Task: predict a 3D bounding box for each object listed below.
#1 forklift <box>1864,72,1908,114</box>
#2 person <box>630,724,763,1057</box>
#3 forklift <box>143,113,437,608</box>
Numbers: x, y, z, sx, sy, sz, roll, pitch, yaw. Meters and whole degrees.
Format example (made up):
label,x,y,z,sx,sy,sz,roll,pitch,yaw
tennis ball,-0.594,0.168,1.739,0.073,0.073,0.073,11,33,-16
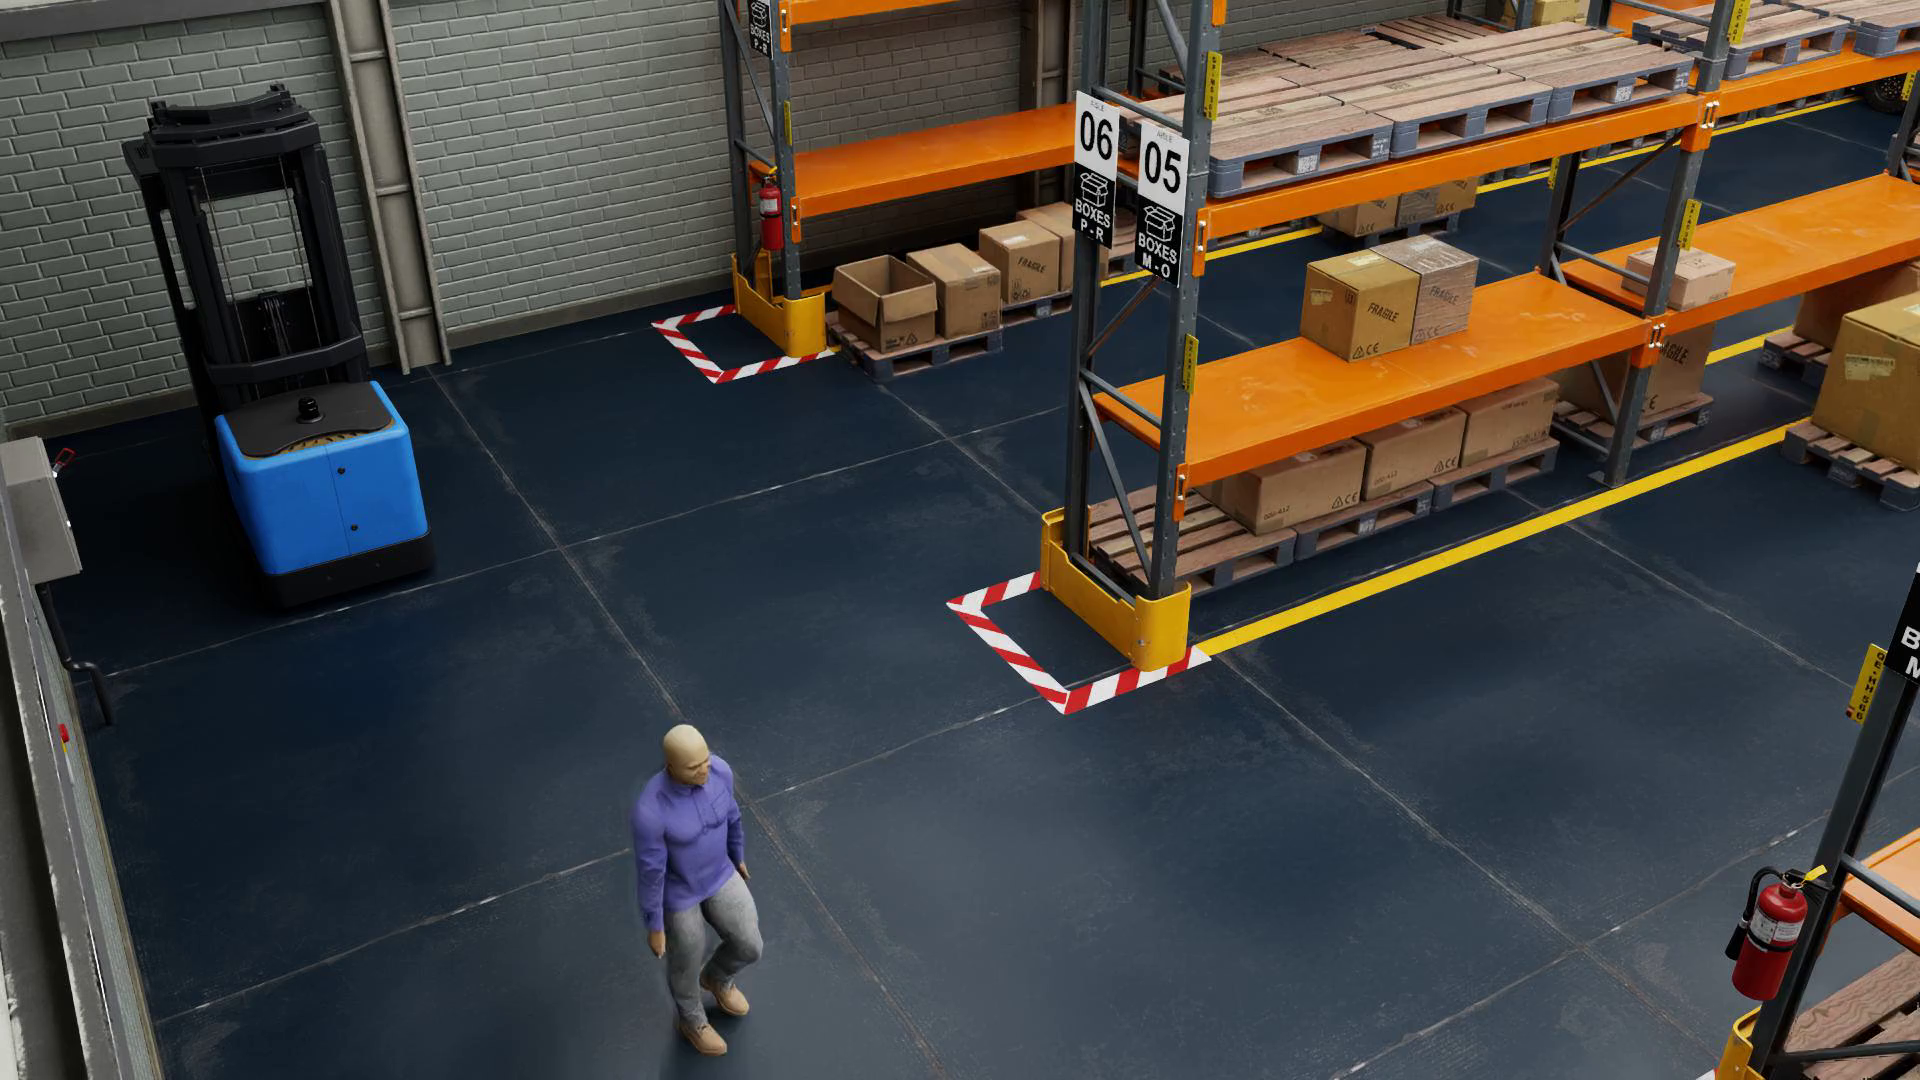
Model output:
label,x,y,z,sx,sy,sz,roll,pitch,yaw
forklift,11.468,-5.645,18.244,1.214,2.155,2.313,-17,36,-26
person,-1.128,1.497,7.084,0.596,1.782,0.473,-28,41,-37
forklift,-4.289,-1.259,10.509,1.129,2.768,1.873,-17,36,-26
